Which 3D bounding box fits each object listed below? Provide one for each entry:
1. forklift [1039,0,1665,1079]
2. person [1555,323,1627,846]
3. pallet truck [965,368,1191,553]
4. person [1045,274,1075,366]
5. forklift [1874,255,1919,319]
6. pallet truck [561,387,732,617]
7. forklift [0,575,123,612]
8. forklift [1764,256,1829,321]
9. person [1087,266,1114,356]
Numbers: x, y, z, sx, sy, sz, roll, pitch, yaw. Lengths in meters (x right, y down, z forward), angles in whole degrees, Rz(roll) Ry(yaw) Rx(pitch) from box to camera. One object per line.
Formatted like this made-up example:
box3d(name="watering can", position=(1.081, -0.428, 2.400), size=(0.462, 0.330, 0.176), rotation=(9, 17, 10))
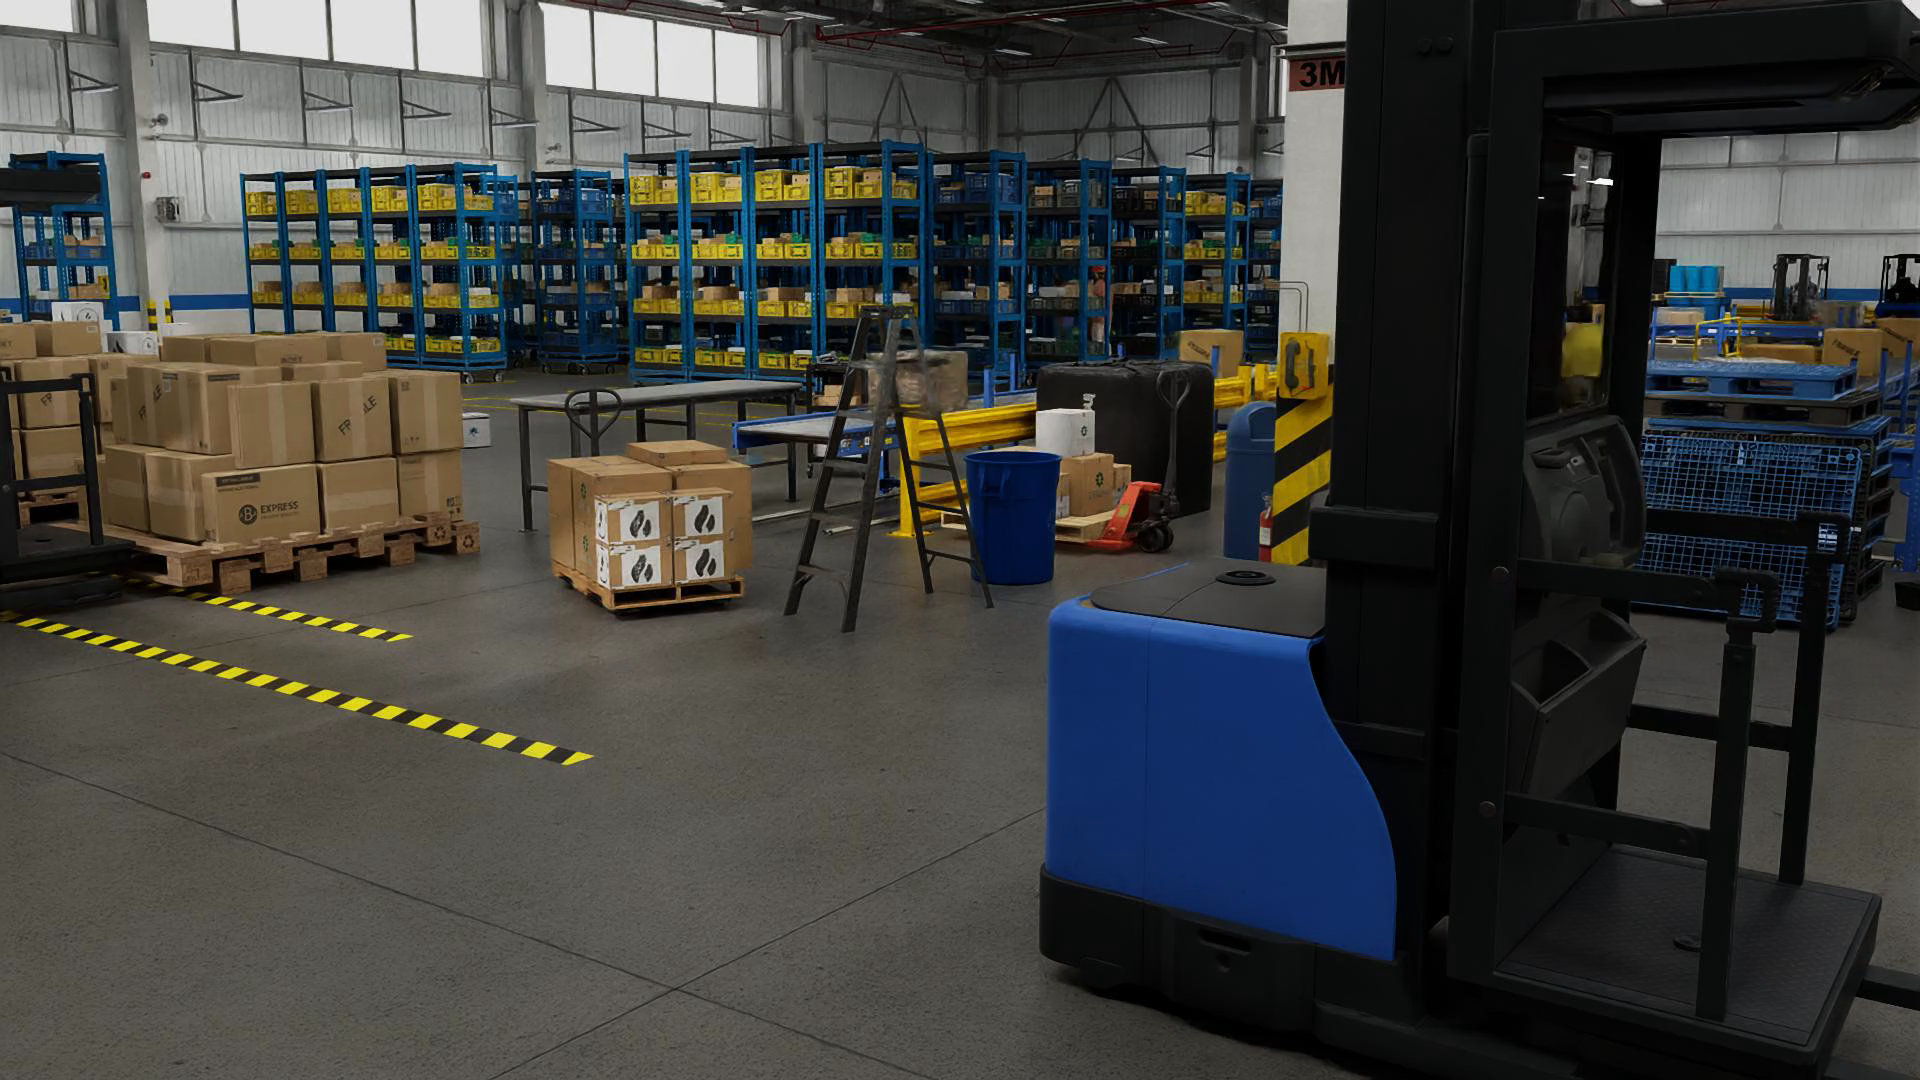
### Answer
box3d(name="forklift", position=(1.249, -0.137, 4.360), size=(1.873, 2.768, 1.129), rotation=(7, 12, 35))
box3d(name="person", position=(1.979, 0.180, 5.617), size=(0.561, 1.819, 0.606), rotation=(6, 11, 32))
box3d(name="pallet truck", position=(0.845, -0.609, 11.869), size=(1.630, 1.274, 0.653), rotation=(7, 12, 35))
box3d(name="person", position=(1.781, -3.682, 28.724), size=(1.022, 1.794, 0.564), rotation=(6, 11, 33))
box3d(name="forklift", position=(22.089, -5.634, 38.796), size=(1.157, 1.987, 2.680), rotation=(6, 11, 33))
box3d(name="pallet truck", position=(-1.981, -0.274, 10.088), size=(0.680, 1.201, 1.601), rotation=(-5, 11, -28))
box3d(name="forklift", position=(-5.941, -0.944, 9.165), size=(1.129, 2.768, 1.873), rotation=(7, 12, 35))
box3d(name="forklift", position=(20.253, -5.854, 40.139), size=(1.157, 1.987, 2.680), rotation=(7, 12, 35))
box3d(name="person", position=(2.339, -3.659, 27.961), size=(0.388, 1.996, 0.612), rotation=(8, 13, 41))
